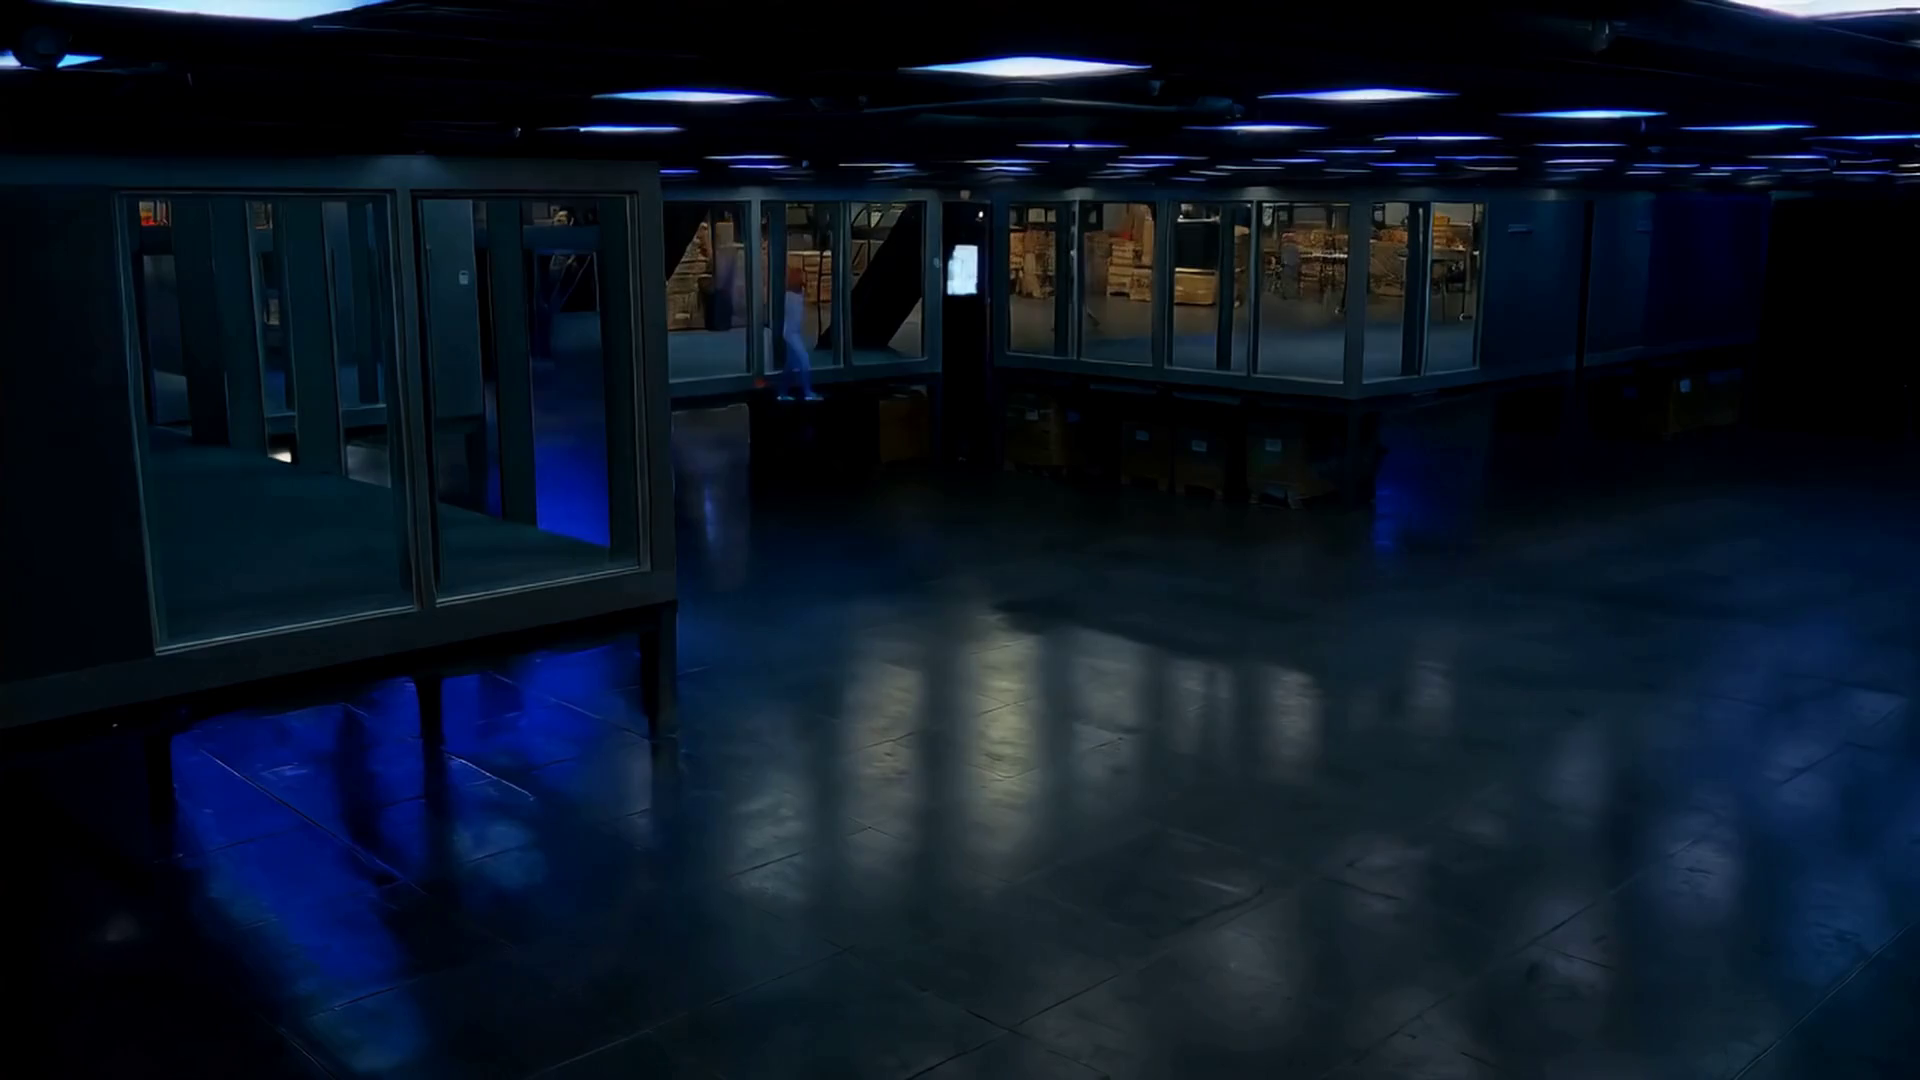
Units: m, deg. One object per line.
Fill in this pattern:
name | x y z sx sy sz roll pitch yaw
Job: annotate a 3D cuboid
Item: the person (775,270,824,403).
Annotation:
person | -1.926 -2.426 19.892 0.724 1.586 0.568 2 12 11
